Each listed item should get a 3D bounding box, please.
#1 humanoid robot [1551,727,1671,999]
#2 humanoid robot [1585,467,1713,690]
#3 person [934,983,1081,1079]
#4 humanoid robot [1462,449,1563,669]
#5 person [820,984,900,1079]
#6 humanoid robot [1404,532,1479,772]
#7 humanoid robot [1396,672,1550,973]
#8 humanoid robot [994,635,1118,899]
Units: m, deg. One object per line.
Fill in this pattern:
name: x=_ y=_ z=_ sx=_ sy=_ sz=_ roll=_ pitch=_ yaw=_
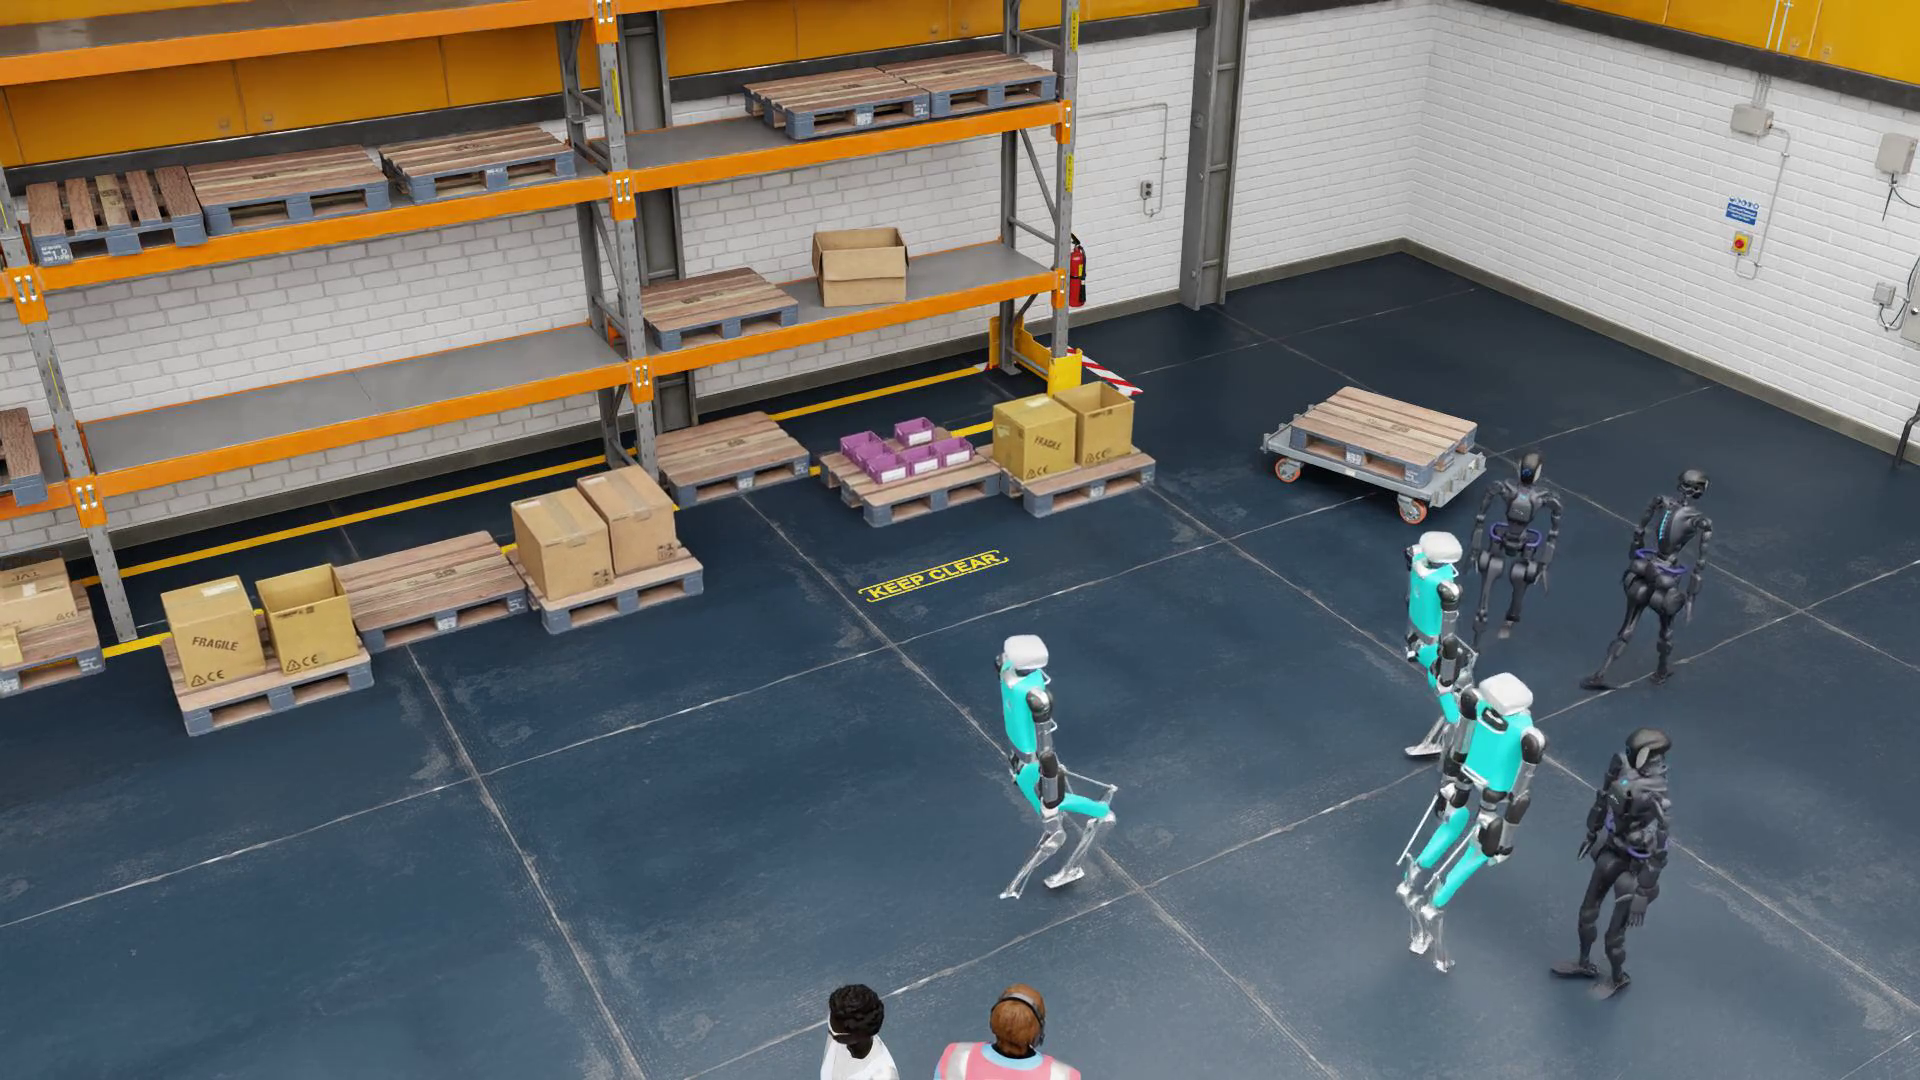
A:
humanoid robot: x=3.418 y=1.669 z=8.598 sx=0.381 sy=1.659 sz=0.589 roll=-7 pitch=30 yaw=-12
humanoid robot: x=4.639 y=0.284 z=11.098 sx=0.724 sy=1.632 sz=0.610 roll=-15 pitch=33 yaw=-25
person: x=0.208 y=2.563 z=6.854 sx=0.630 sy=1.837 sz=0.431 roll=7 pitch=30 yaw=12
humanoid robot: x=3.787 y=0.069 z=11.437 sx=0.594 sy=1.630 sz=0.610 roll=12 pitch=32 yaw=20
person: x=-0.418 y=2.531 z=7.038 sx=0.318 sy=1.699 sz=0.534 roll=-16 pitch=33 yaw=-27
humanoid robot: x=3.038 y=0.768 z=10.249 sx=0.760 sy=1.900 sz=0.570 roll=-8 pitch=30 yaw=-13
humanoid robot: x=2.587 y=1.539 z=8.747 sx=0.712 sy=1.777 sz=0.539 roll=-16 pitch=33 yaw=-26
humanoid robot: x=0.560 y=1.286 z=9.237 sx=0.813 sy=1.799 sz=0.543 roll=-12 pitch=32 yaw=-21
